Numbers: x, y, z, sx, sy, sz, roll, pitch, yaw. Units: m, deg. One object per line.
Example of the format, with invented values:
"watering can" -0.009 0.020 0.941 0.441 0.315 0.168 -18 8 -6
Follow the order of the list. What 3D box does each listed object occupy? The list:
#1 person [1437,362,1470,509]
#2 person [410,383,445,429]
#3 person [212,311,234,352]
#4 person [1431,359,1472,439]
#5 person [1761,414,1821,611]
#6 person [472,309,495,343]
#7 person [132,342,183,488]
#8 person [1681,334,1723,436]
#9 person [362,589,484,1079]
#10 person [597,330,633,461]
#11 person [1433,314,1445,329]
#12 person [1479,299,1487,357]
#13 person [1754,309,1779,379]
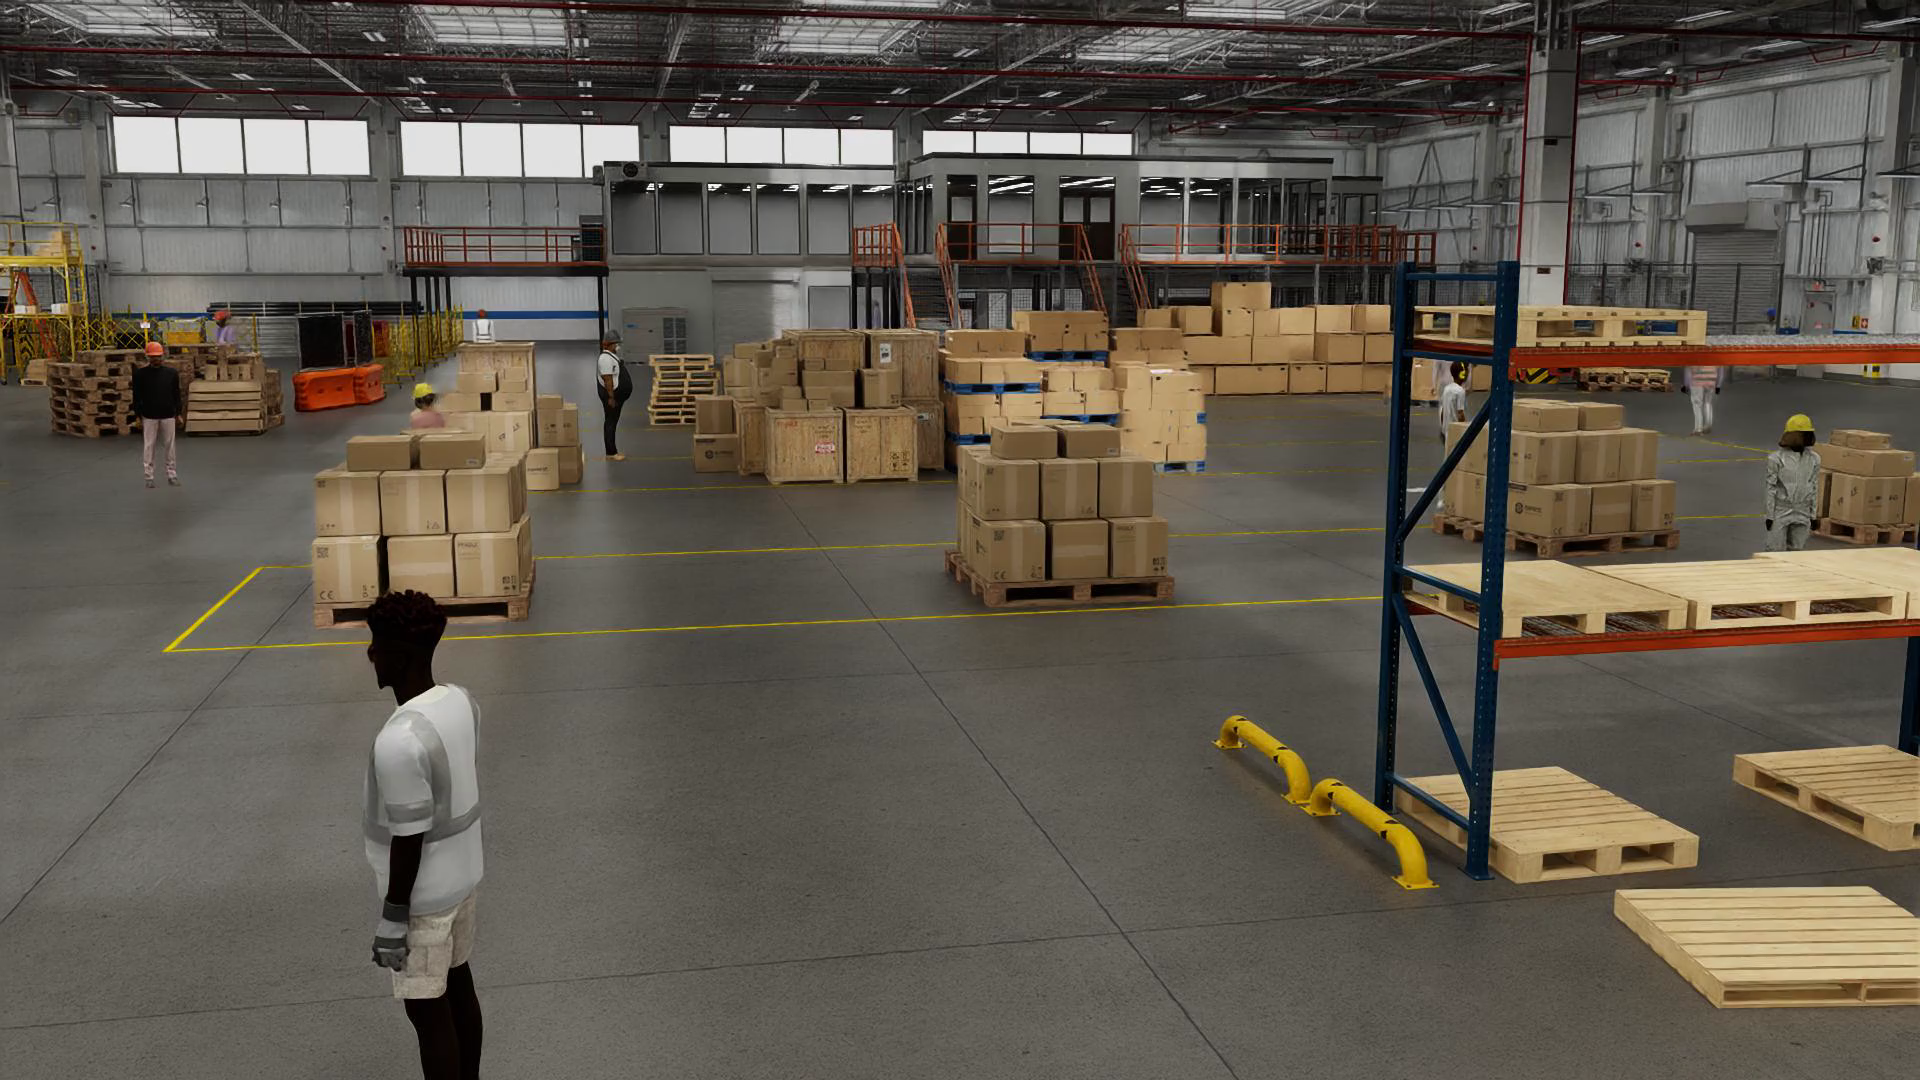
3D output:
"person" 6.125 -1.286 20.548 0.313 1.866 0.538 -2 9 -9
"person" -5.865 -0.882 18.495 0.874 1.732 0.530 3 10 19
"person" -16.916 -4.228 38.077 0.636 1.990 1.049 4 10 25
"person" 8.550 -2.680 28.883 0.662 1.913 0.770 4 10 21
"person" 7.196 -0.216 14.393 0.487 1.746 0.285 -1 9 -7
"person" -13.115 -5.431 45.814 0.588 1.867 0.617 -2 10 -15
"person" -10.970 -1.717 22.780 0.612 1.995 0.393 -7 12 -36
"person" 13.226 -2.771 29.733 0.638 1.824 0.610 -1 9 -5
"person" -1.779 1.130 5.514 0.367 1.966 0.606 0 9 1
"person" -5.382 -2.261 25.961 0.538 2.000 0.689 -2 9 -10
"person" 13.599 -5.734 47.878 0.650 1.789 0.944 7 11 35
"person" 17.505 -7.117 55.900 0.585 1.929 0.377 4 10 21
"person" 21.821 -5.295 44.904 0.630 1.899 0.983 -1 9 -3
